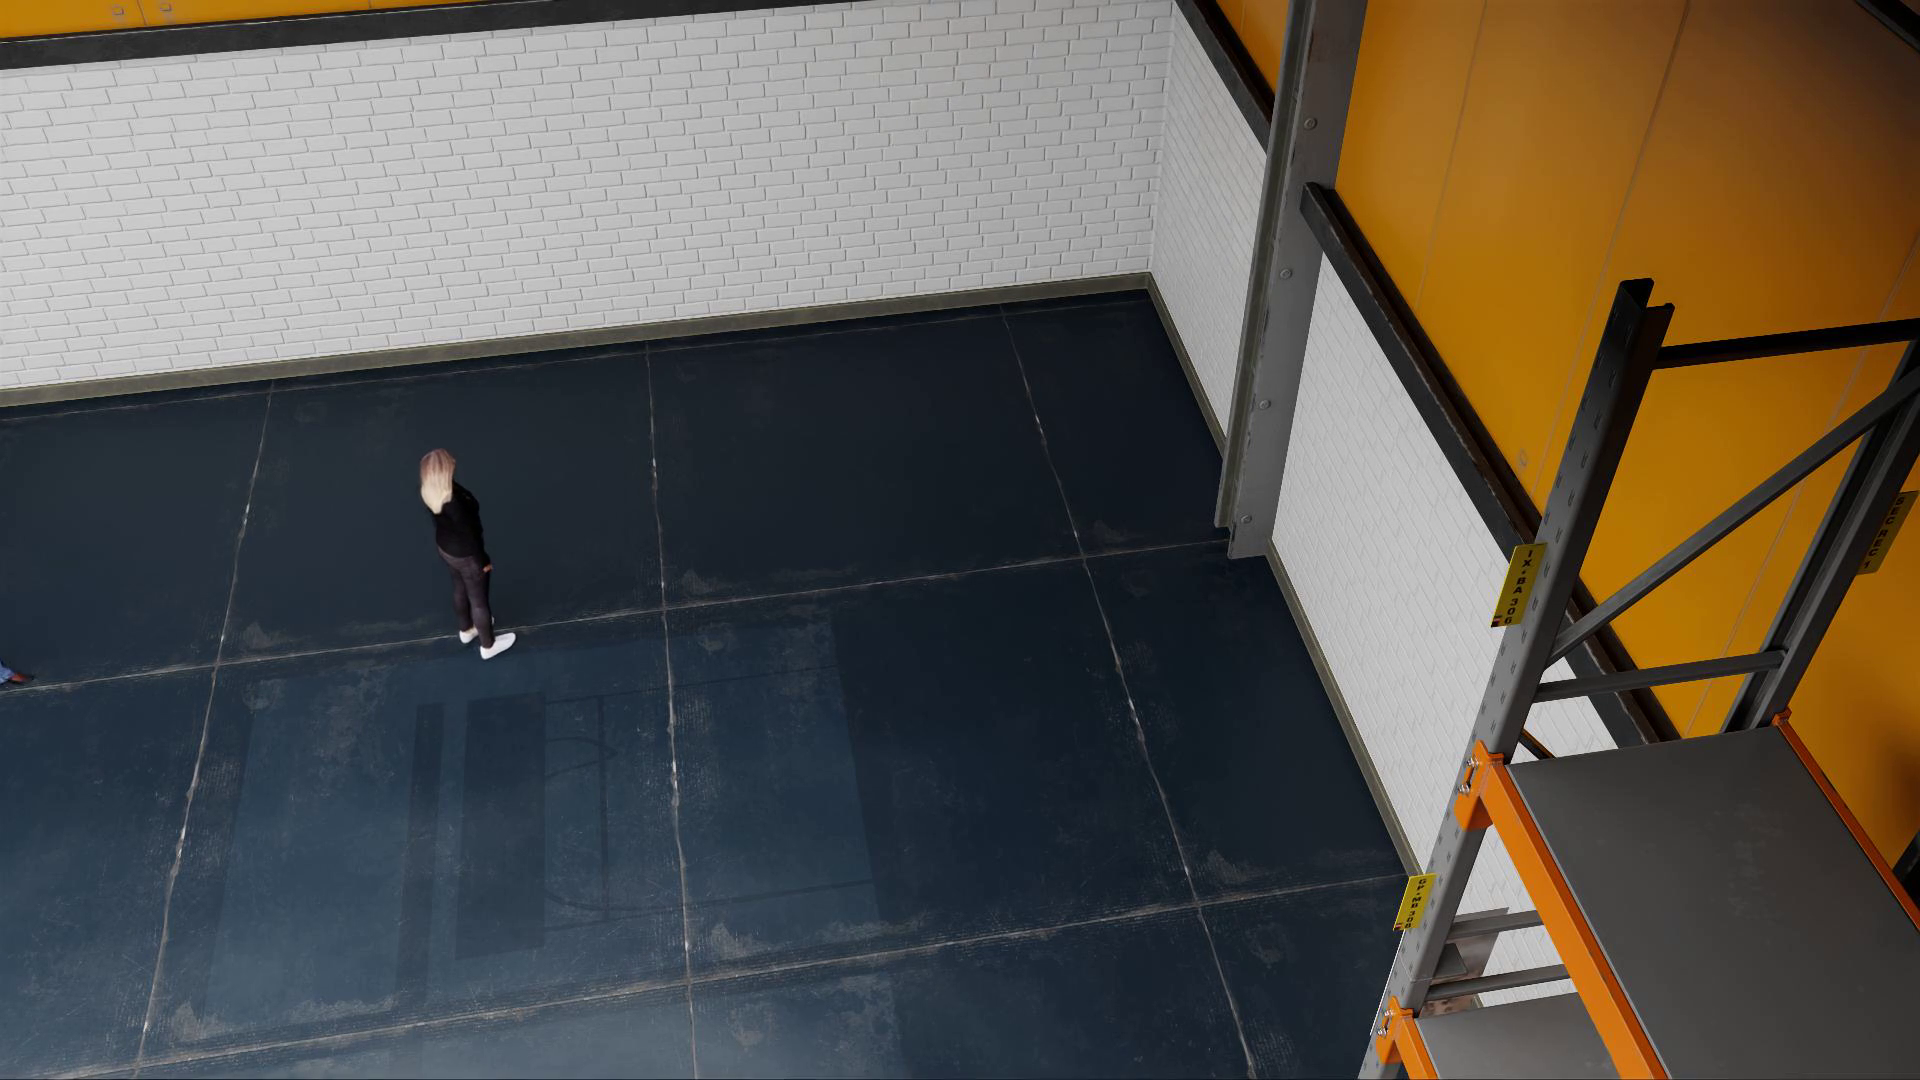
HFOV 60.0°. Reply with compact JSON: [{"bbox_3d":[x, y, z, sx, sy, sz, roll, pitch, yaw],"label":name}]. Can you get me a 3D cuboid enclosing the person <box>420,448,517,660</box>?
[{"bbox_3d":[-3.245,0.092,10.797,0.658,1.681,0.750,34,53,31],"label":"person"}]
